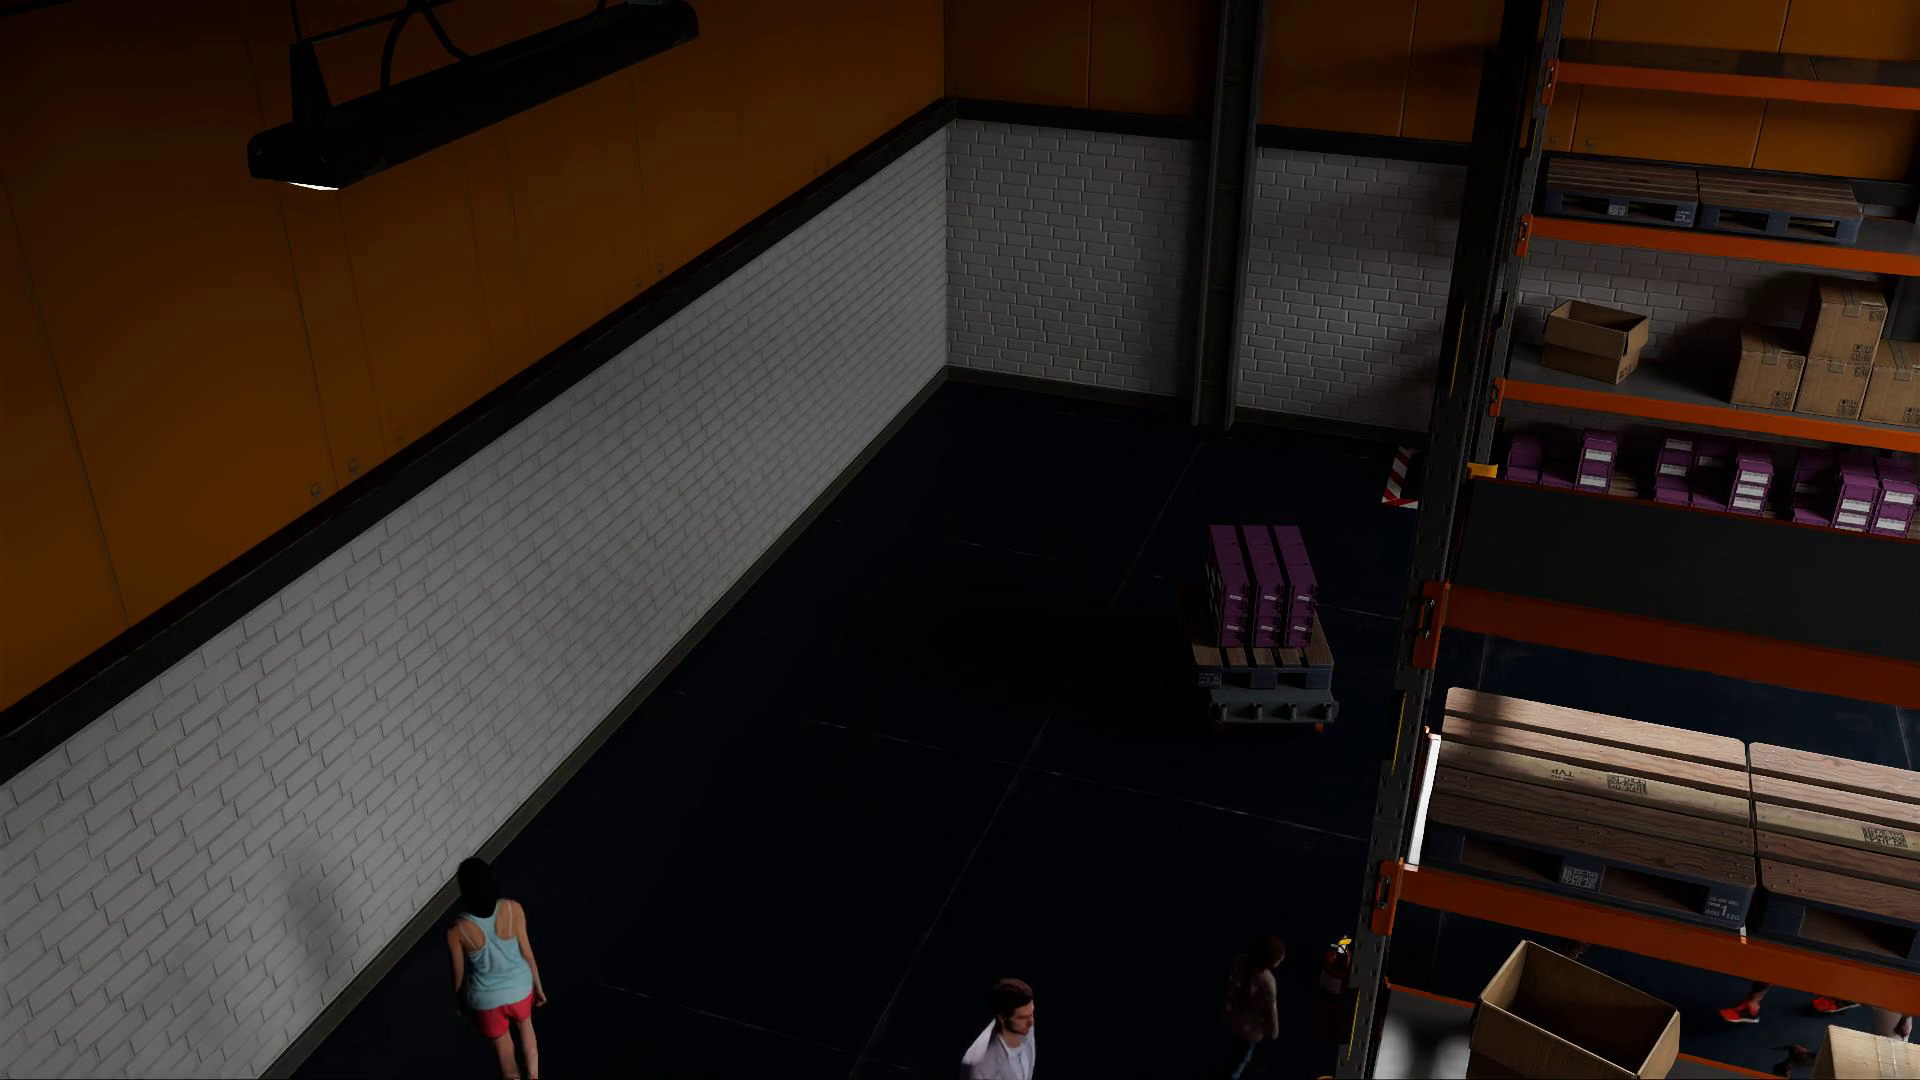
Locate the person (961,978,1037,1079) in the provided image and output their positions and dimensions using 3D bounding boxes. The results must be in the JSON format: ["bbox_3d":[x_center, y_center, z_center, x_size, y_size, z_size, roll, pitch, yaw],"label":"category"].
[{"bbox_3d":[0.104,2.758,7.960,1.134,1.825,0.884,19,34,31],"label":"person"}]

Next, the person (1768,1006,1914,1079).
[{"bbox_3d":[4.771,2.373,8.718,0.845,1.774,0.608,12,31,22],"label":"person"}]

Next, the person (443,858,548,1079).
[{"bbox_3d":[-2.364,2.424,8.645,0.749,1.755,0.807,-14,31,-24],"label":"person"}]

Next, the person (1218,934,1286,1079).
[{"bbox_3d":[1.505,2.598,8.939,0.834,1.167,0.804,-17,33,-28],"label":"person"}]
